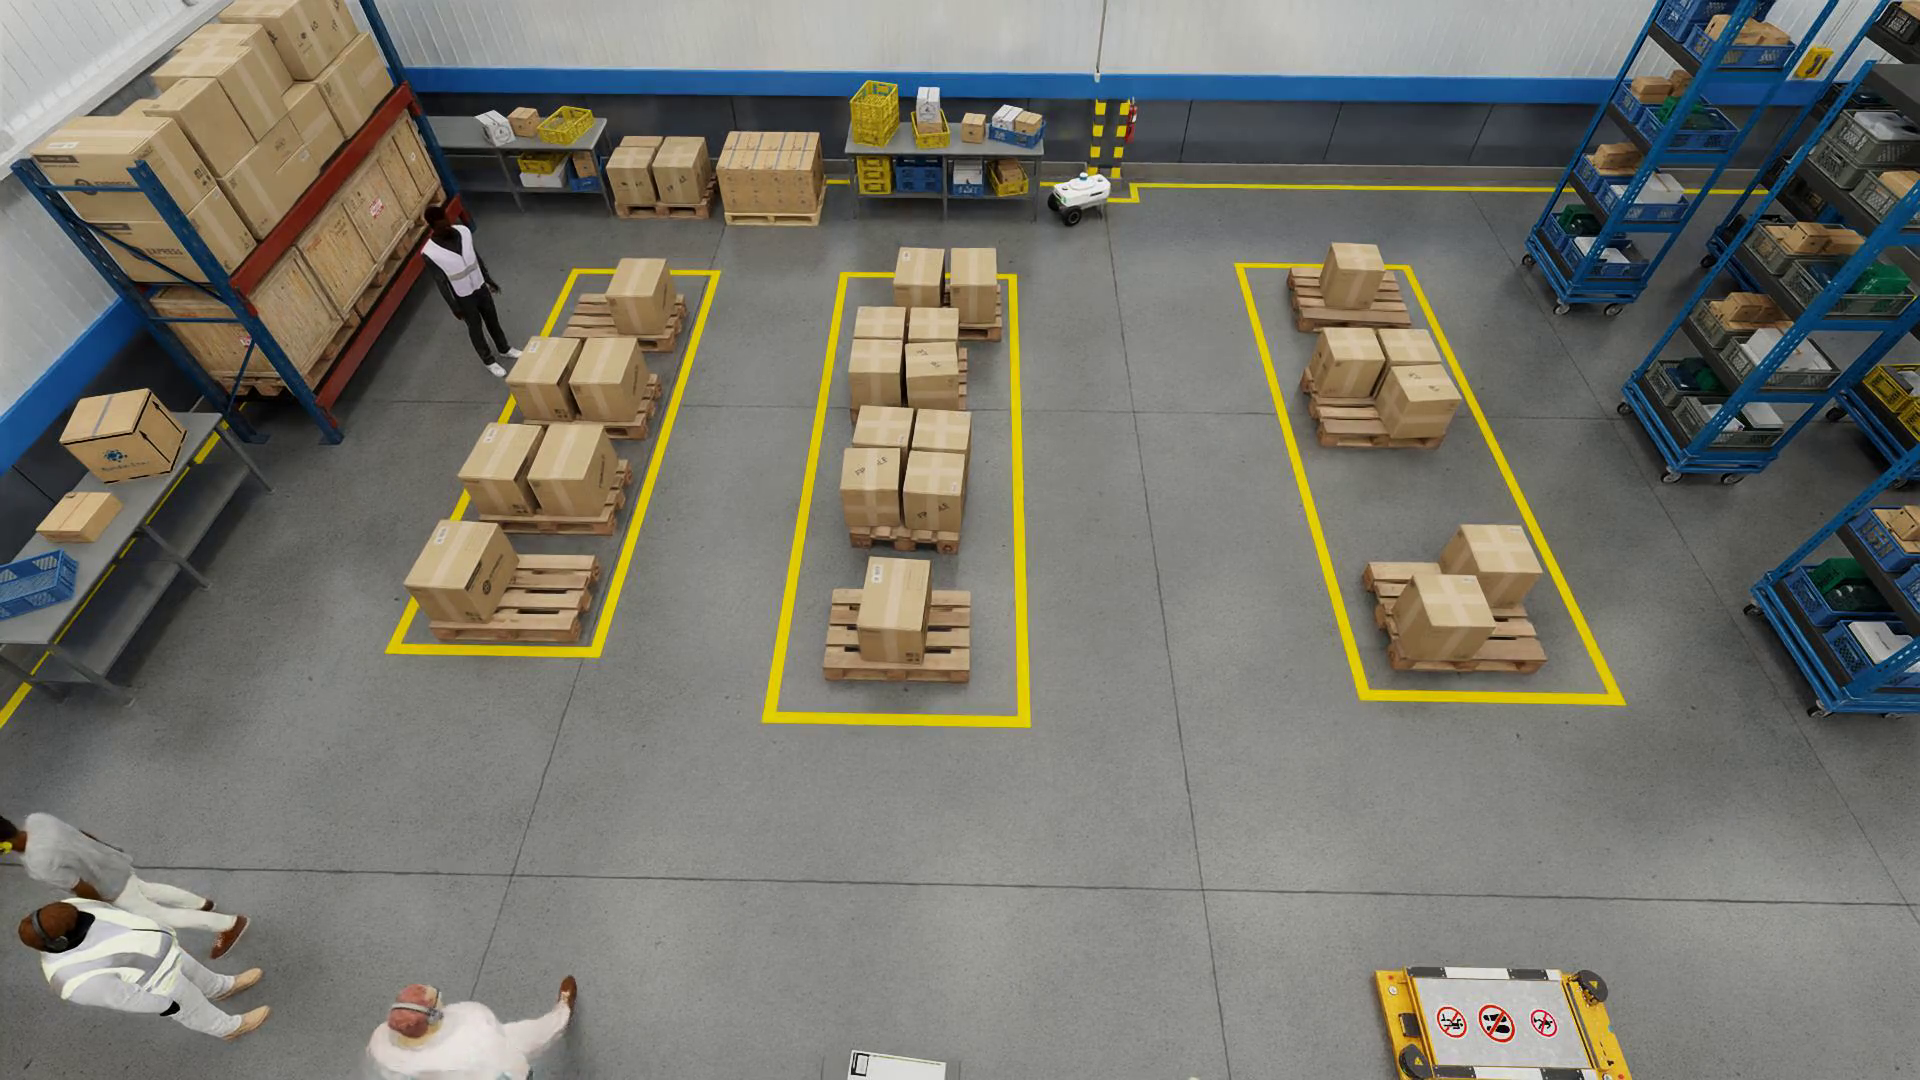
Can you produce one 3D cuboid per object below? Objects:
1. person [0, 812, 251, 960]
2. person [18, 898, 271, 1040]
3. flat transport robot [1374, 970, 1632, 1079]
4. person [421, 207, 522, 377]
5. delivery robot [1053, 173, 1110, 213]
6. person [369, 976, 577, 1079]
[{"bbox_3d":[-5.268,2.116,5.732,0.521,1.849,0.695,-34,59,-25],"label":"person"},{"bbox_3d":[-4.777,2.528,5.411,0.431,1.836,0.618,-32,58,-24],"label":"person"},{"bbox_3d":[3.501,3.133,5.914,1.431,0.197,0.652,1,51,1],"label":"flat transport robot"},{"bbox_3d":[-5.098,-2.600,9.543,0.380,1.913,0.628,18,53,14],"label":"person"},{"bbox_3d":[1.583,-4.531,11.922,0.707,0.478,0.477,-19,54,-15],"label":"delivery robot"},{"bbox_3d":[-2.714,2.789,5.178,0.643,1.860,0.954,-4,51,-3],"label":"person"}]
